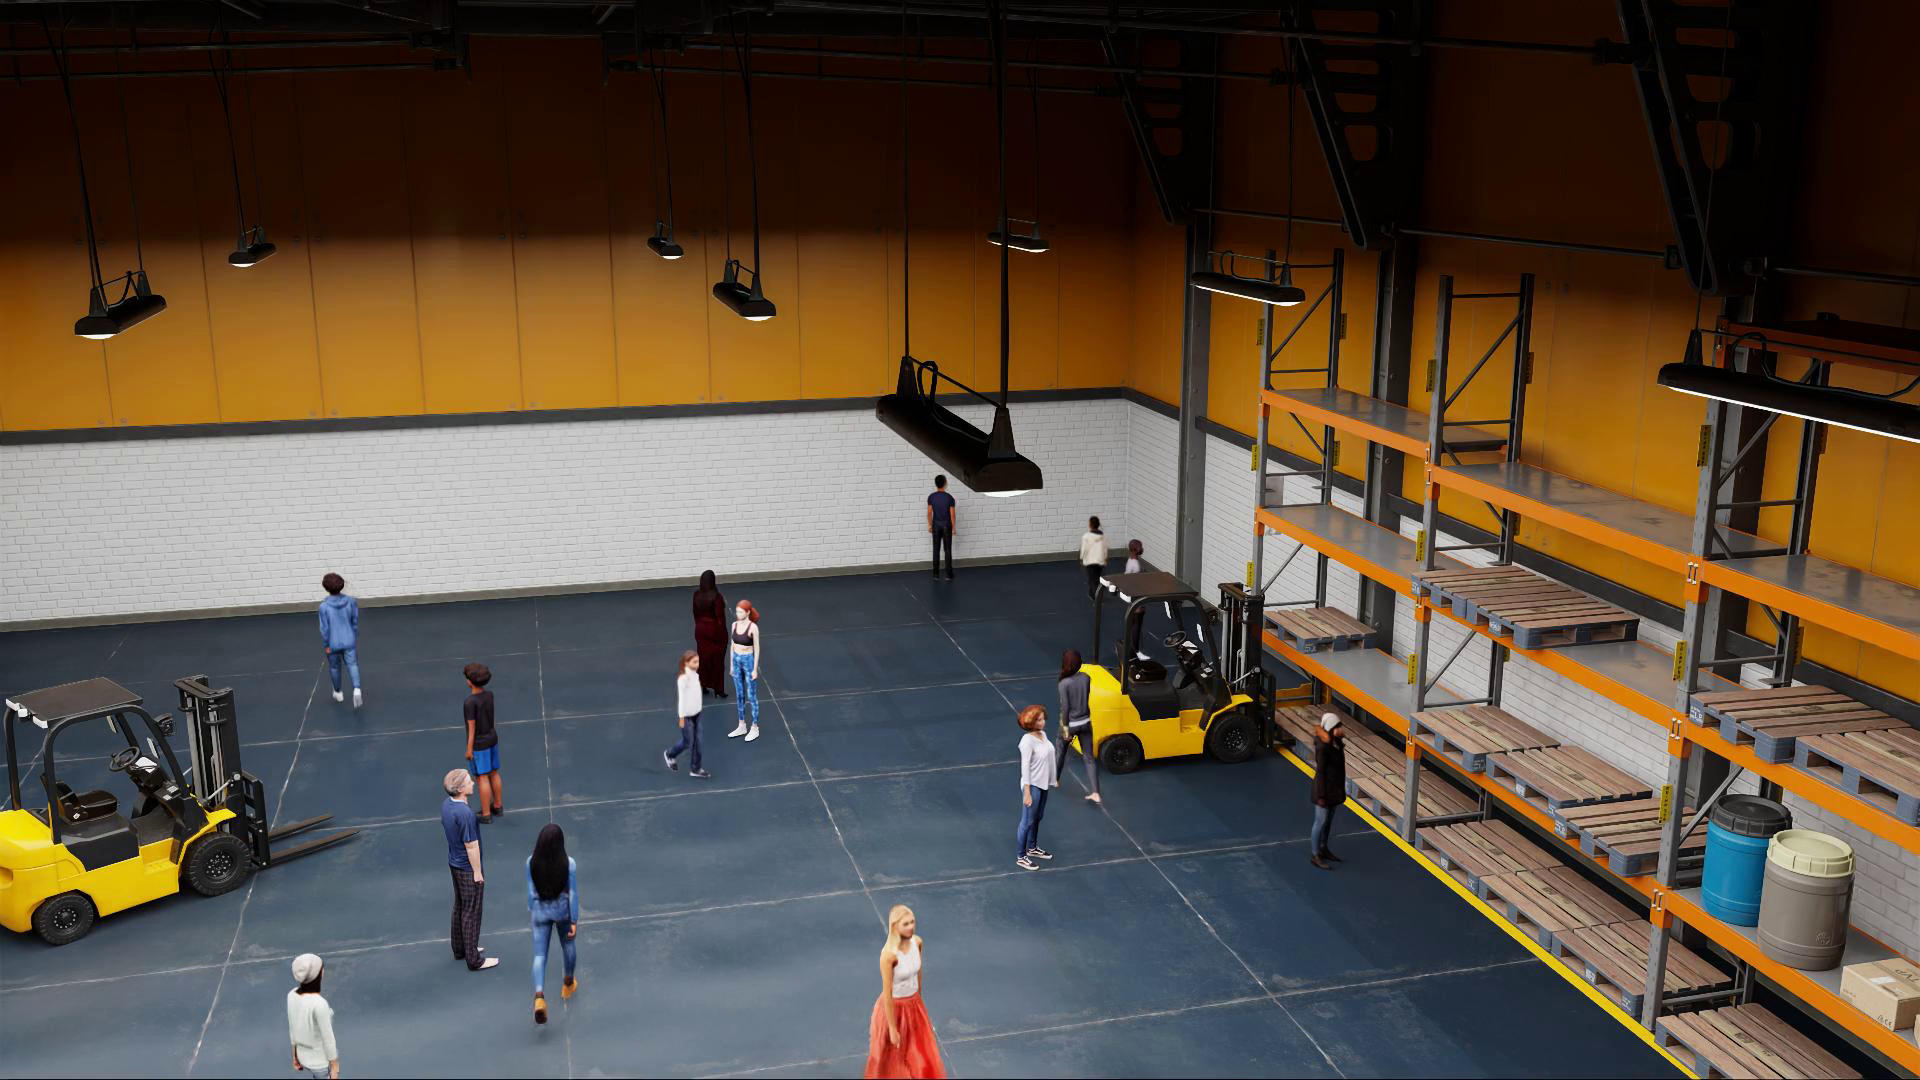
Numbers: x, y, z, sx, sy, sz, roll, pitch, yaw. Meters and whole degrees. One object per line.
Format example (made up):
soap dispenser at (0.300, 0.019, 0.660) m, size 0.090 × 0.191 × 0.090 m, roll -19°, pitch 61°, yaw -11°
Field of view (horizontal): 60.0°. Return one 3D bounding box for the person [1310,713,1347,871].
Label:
person at (3.780, 2.551, 17.104) m, size 0.784 × 1.634 × 0.741 m, roll 10°, pitch 17°, yaw 36°

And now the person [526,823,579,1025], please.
person at (-3.477, 3.255, 14.092) m, size 0.763 × 1.682 × 1.174 m, roll -1°, pitch 14°, yaw -3°

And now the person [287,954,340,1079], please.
person at (-4.714, 3.784, 12.025) m, size 1.006 × 1.627 × 1.037 m, roll 9°, pitch 16°, yaw 32°

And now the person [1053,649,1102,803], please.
person at (1.364, 2.121, 18.693) m, size 0.753 × 1.721 × 1.204 m, roll -7°, pitch 15°, yaw -26°

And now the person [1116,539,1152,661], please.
person at (2.472, 0.845, 23.830) m, size 0.742 × 1.783 × 0.688 m, roll -1°, pitch 14°, yaw -4°

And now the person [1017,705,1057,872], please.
person at (0.759, 2.504, 17.132) m, size 0.809 × 1.711 × 0.747 m, roll 7°, pitch 16°, yaw 28°

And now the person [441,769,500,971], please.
person at (-4.454, 2.941, 14.985) m, size 0.793 × 1.872 × 0.634 m, roll -11°, pitch 17°, yaw -37°

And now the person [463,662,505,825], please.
person at (-5.218, 2.206, 18.181) m, size 0.761 × 1.796 × 0.675 m, roll 6°, pitch 15°, yaw 22°

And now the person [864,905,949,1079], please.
person at (-0.524, 3.582, 12.589) m, size 1.320 × 1.754 × 1.098 m, roll 12°, pitch 18°, yaw 41°

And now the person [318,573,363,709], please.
person at (-8.091, 1.336, 21.807) m, size 0.833 × 1.781 × 1.157 m, roll -7°, pitch 15°, yaw -28°

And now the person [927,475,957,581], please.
person at (-0.314, -0.222, 28.220) m, size 0.709 × 1.790 × 0.681 m, roll 2°, pitch 14°, yaw 10°

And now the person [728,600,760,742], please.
person at (-2.674, 1.603, 20.688) m, size 0.693 × 1.788 × 0.756 m, roll 9°, pitch 16°, yaw 32°

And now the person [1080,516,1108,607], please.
person at (2.160, 0.364, 26.559) m, size 0.592 × 1.434 × 0.936 m, roll -4°, pitch 14°, yaw -17°

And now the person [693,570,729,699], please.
person at (-3.335, 1.250, 22.212) m, size 0.753 × 1.757 × 0.818 m, roll 8°, pitch 16°, yaw 31°

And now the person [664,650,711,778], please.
person at (-3.221, 2.030, 19.443) m, size 0.857 × 1.545 × 0.813 m, roll 7°, pitch 15°, yaw 26°
